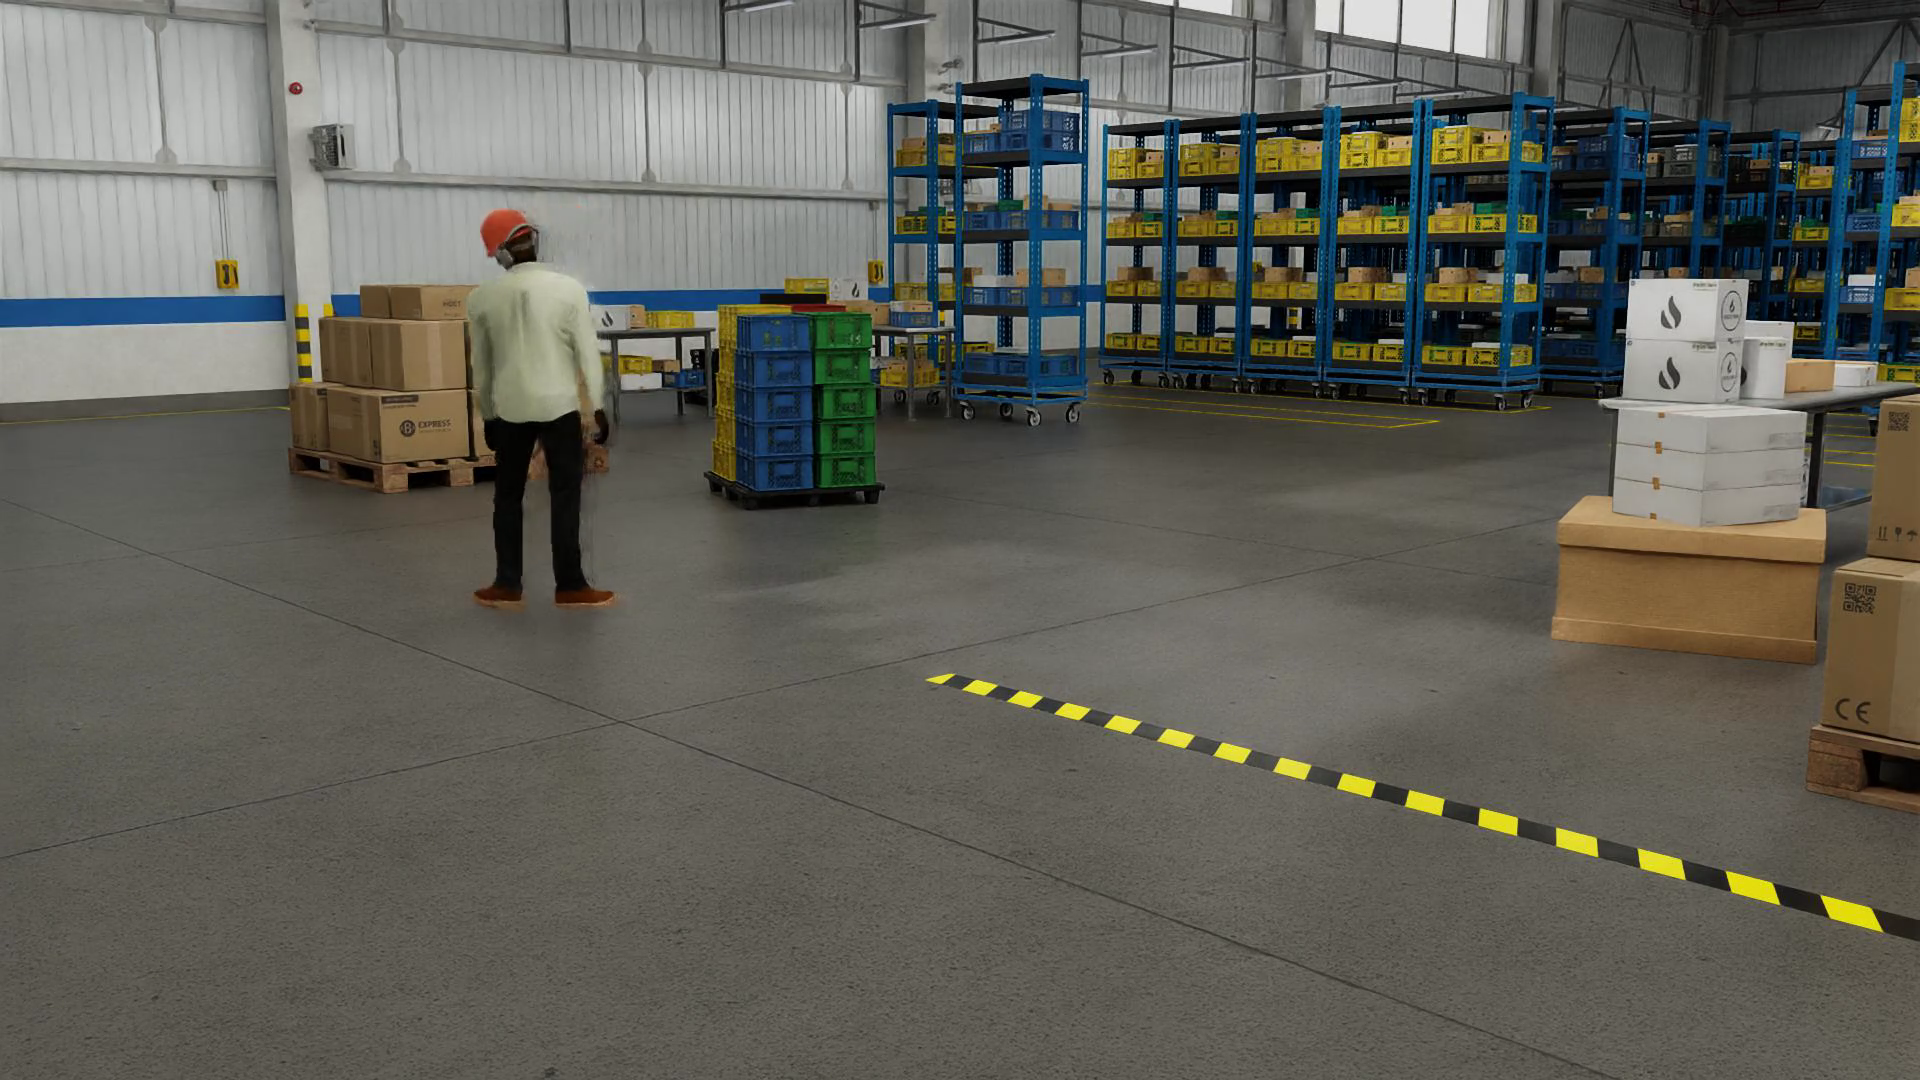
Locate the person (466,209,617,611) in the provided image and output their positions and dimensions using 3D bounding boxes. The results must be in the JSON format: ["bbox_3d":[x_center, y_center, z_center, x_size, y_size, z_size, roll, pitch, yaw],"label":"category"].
[{"bbox_3d":[-2.049,-0.617,8.116,0.704,1.954,0.383,1,9,5],"label":"person"}]
